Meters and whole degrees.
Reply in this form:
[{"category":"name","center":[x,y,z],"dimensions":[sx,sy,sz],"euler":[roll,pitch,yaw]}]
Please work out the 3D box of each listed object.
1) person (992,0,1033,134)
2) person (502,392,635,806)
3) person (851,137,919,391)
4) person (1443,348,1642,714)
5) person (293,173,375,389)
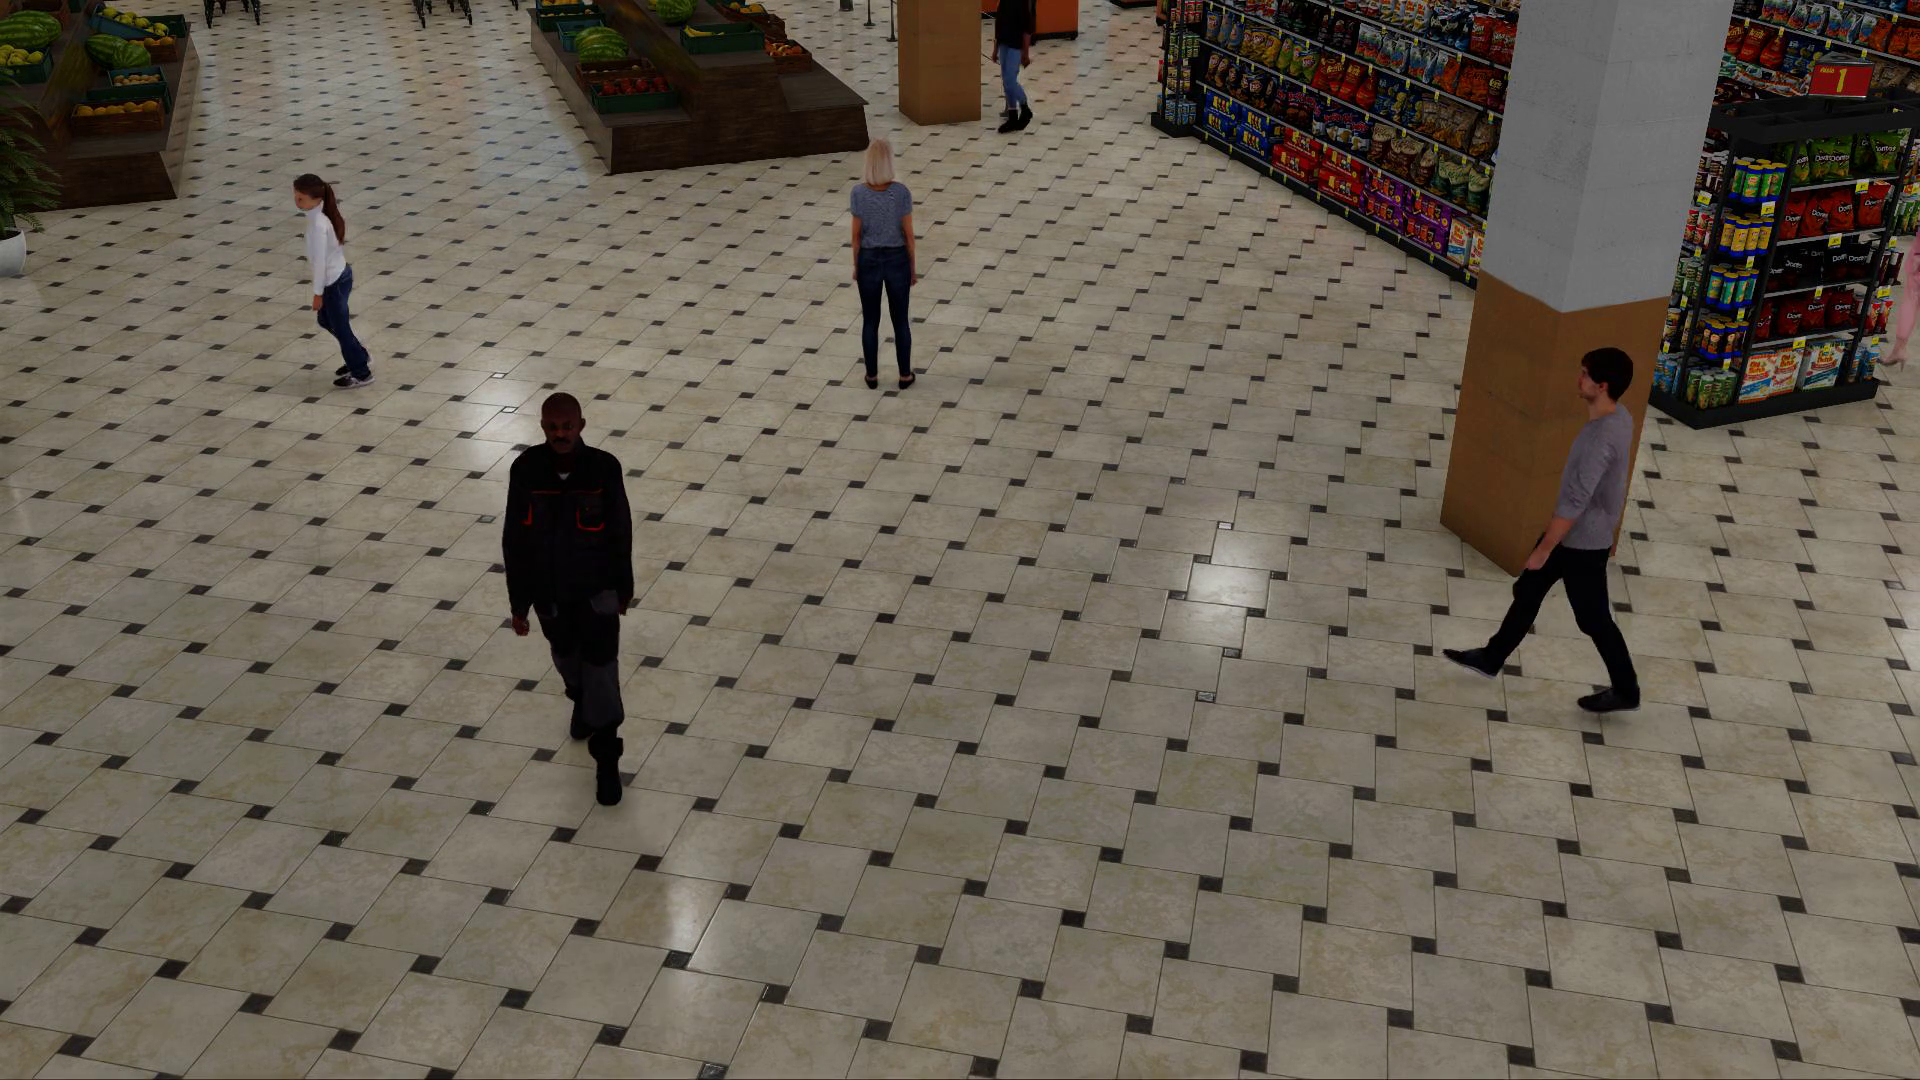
[{"category":"person","center":[0.605,-5.021,17.029],"dimensions":[0.717,1.687,0.651],"euler":[-19,34,-31]},{"category":"person","center":[-1.732,0.164,7.421],"dimensions":[0.918,1.794,1.186],"euler":[-1,29,-3]},{"category":"person","center":[-0.516,-1.845,11.177],"dimensions":[0.657,1.721,0.634],"euler":[1,29,2]},{"category":"person","center":[2.959,0.022,7.680],"dimensions":[1.204,1.795,1.198],"euler":[10,30,18]},{"category":"person","center":[-4.174,-1.739,11.184],"dimensions":[0.648,1.528,0.460],"euler":[-2,29,-4]}]
